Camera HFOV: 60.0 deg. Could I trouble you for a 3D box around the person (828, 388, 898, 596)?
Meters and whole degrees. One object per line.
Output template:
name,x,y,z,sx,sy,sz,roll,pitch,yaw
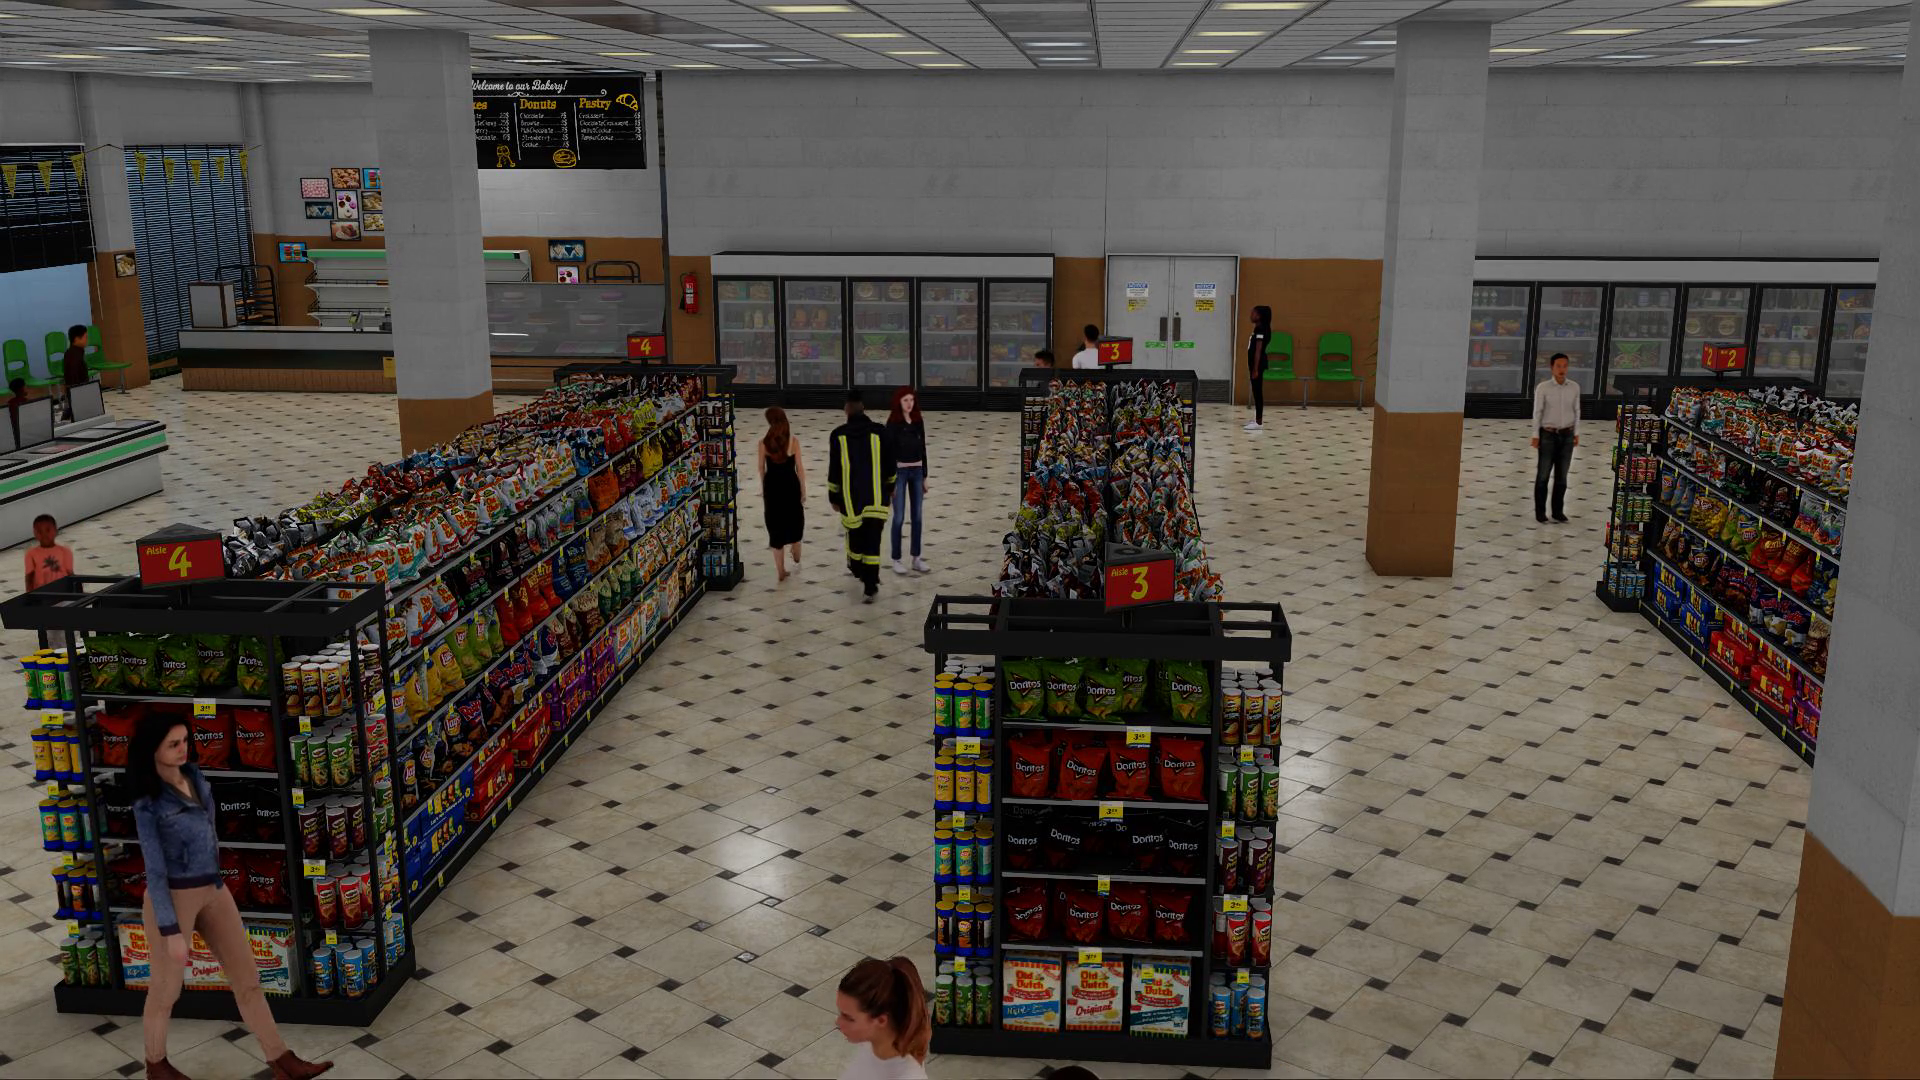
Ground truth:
person,-0.858,-0.397,14.797,0.856,1.831,1.124,0,14,0

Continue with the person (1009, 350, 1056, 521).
person,1.041,-1.085,17.618,0.820,1.838,0.862,1,14,3

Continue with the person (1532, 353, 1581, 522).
person,6.344,-1.100,17.736,0.669,1.811,0.567,0,14,-1

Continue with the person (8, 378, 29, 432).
person,-11.099,-1.292,19.711,0.507,1.254,0.501,3,14,10

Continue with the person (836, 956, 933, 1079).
person,-0.120,2.030,5.052,0.761,1.708,0.627,-1,14,-5

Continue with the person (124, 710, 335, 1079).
person,-3.313,1.556,6.948,0.828,1.735,1.072,3,14,14

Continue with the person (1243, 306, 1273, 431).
person,4.192,-2.432,23.400,0.659,1.731,0.493,2,14,7

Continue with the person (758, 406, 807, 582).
person,-1.665,-0.402,15.331,0.703,1.588,1.048,0,14,-1

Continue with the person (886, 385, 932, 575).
person,-0.508,-0.568,15.591,0.680,1.789,0.724,-8,16,-31

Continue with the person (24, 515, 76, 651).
person,-6.809,0.453,12.467,0.743,1.278,0.950,-6,15,-23

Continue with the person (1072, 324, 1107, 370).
person,1.567,-1.666,19.987,0.752,1.851,0.717,-5,15,-20

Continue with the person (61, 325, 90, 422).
person,-11.055,-1.752,20.618,1.216,1.721,1.215,-9,17,-34
